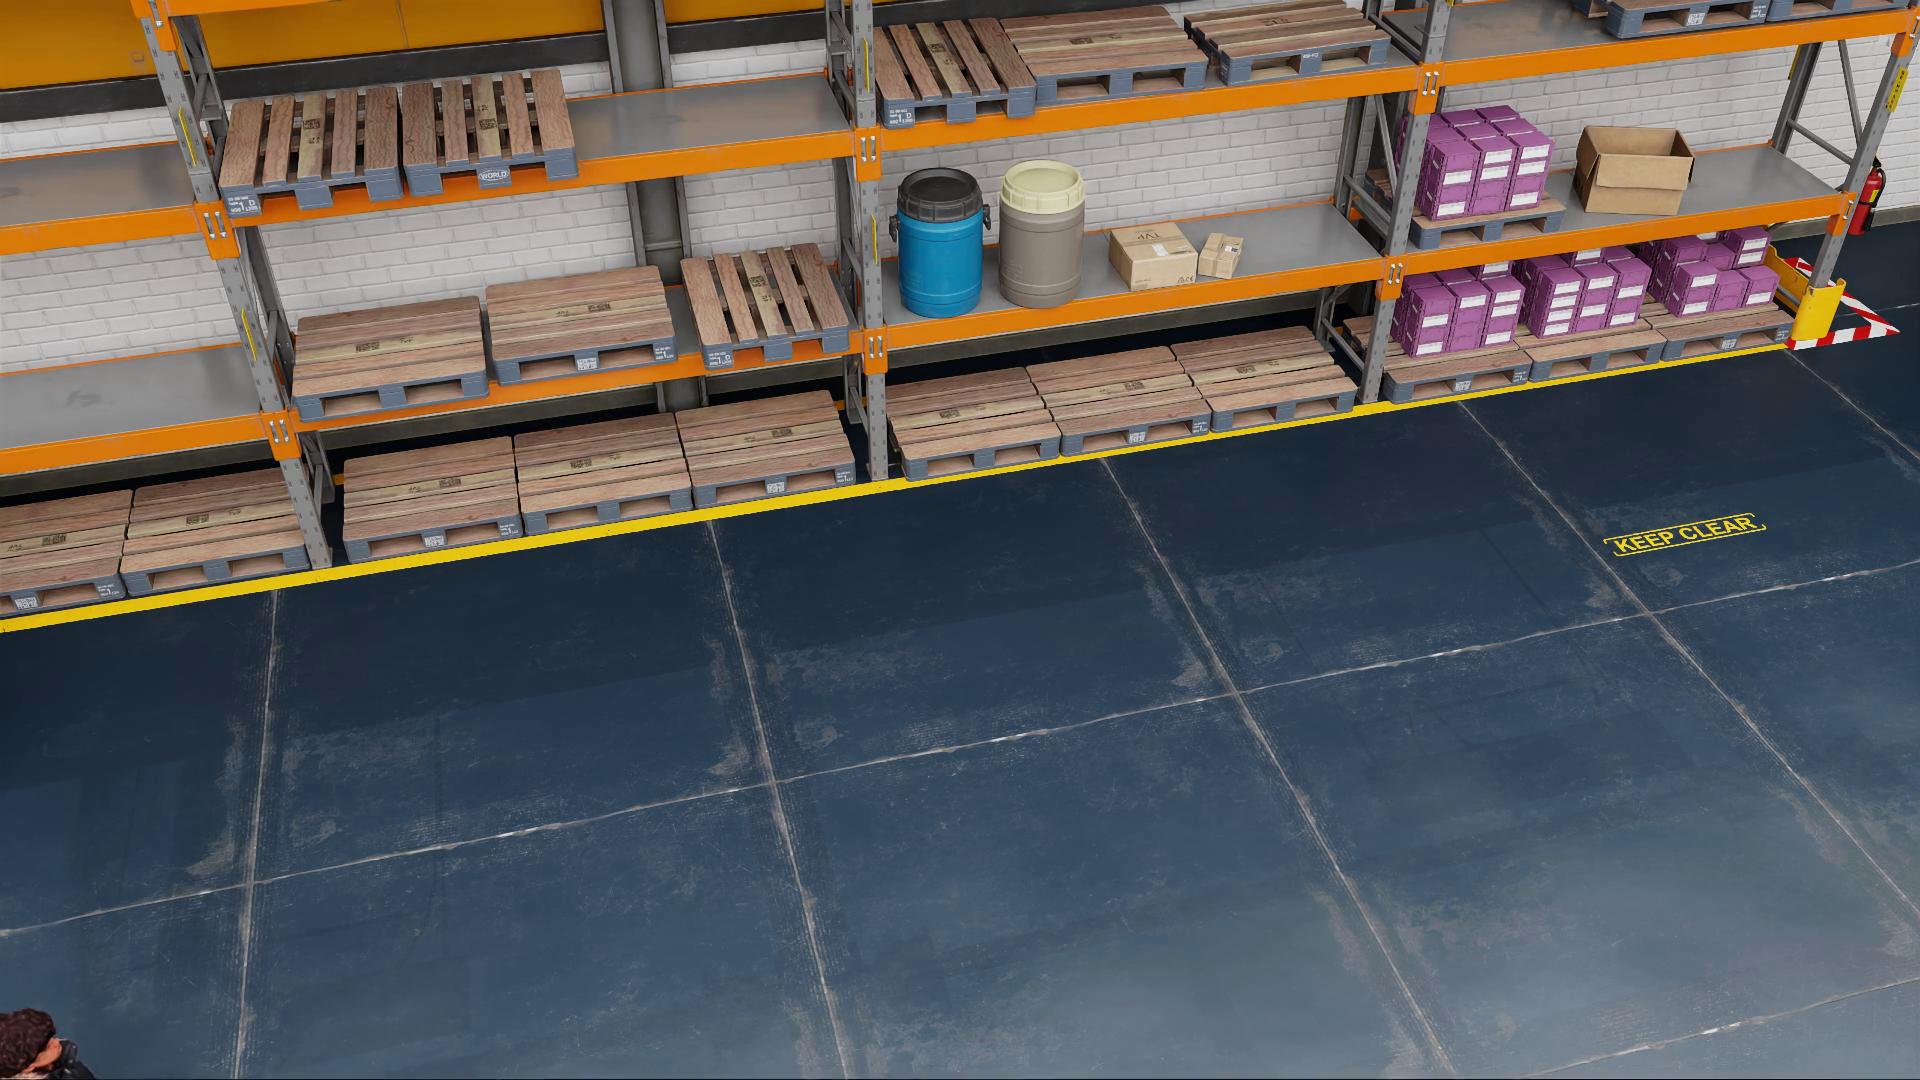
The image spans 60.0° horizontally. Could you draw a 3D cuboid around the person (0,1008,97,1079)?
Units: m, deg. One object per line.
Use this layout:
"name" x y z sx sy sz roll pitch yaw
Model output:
"person" -3.777 2.622 7.166 0.700 1.781 0.692 -21 43 -24
